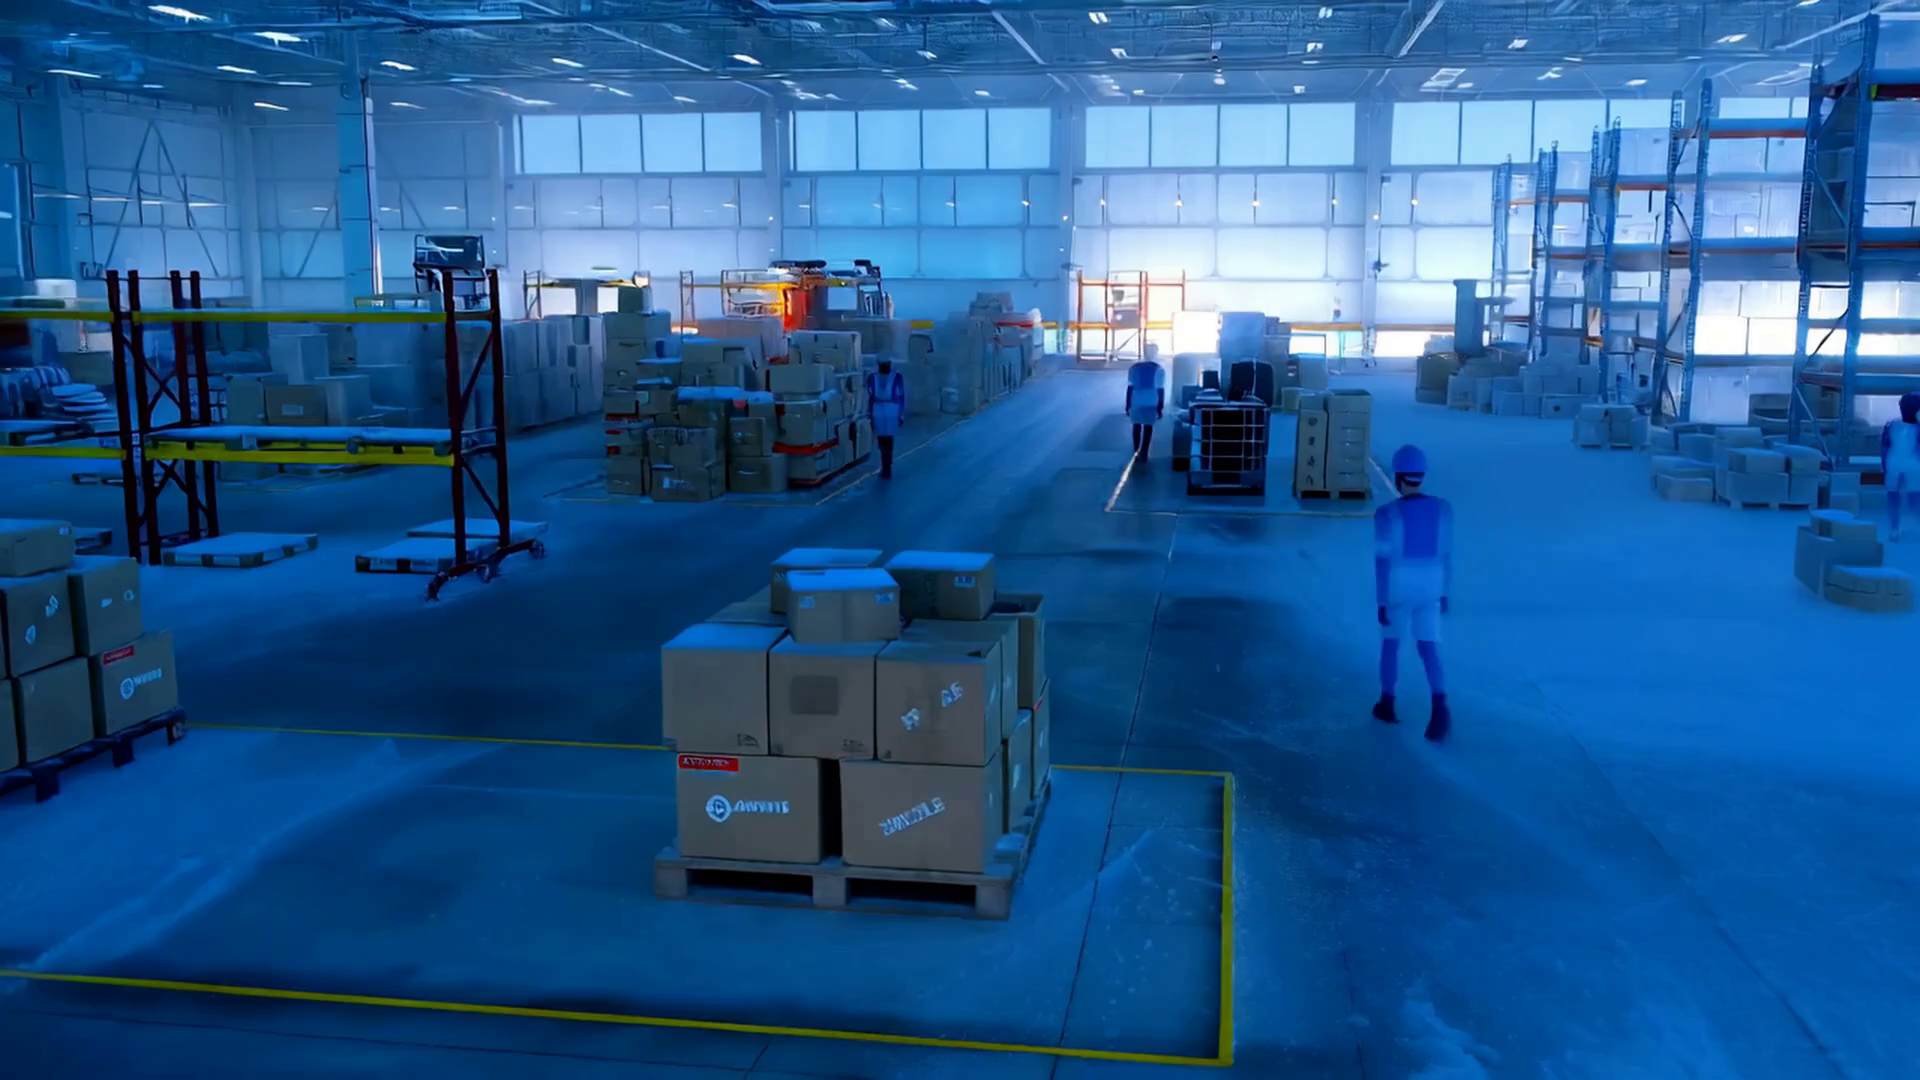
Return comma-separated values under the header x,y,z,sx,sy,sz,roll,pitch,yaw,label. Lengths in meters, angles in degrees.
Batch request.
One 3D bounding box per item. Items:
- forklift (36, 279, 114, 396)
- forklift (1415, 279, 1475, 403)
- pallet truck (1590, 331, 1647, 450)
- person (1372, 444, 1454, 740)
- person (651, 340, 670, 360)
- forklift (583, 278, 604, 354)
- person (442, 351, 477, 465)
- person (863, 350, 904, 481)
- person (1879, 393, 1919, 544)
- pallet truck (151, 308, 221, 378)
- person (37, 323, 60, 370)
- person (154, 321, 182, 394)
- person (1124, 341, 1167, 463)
x,y,z,sx,sy,sz,roll,pitch,yaw,label
-21.241,-4.763,39.288,1.873,2.768,1.129,1,9,9,forklift
11.421,-4.530,37.854,1.873,2.768,1.129,1,9,9,forklift
11.253,-2.573,28.499,0.823,1.965,1.885,5,10,27,pallet truck
2.971,0.334,10.863,0.549,1.910,0.858,-1,9,-4,person
-4.939,-2.418,27.886,0.603,1.887,0.887,1,9,9,person
-10.042,-5.754,45.400,1.873,2.768,1.129,-3,10,-17,forklift
-7.800,-2.050,25.867,0.541,1.799,0.532,-7,11,-35,person
-1.123,-1.811,24.146,0.573,1.879,0.998,2,9,11,person
10.524,-0.796,18.499,0.536,1.688,0.421,8,12,41,person
-21.869,-5.598,47.154,0.823,1.965,1.885,4,10,26,pallet truck
-20.141,-3.845,36.707,1.027,1.878,0.652,-6,11,-32,person
-19.412,-4.513,40.879,0.678,1.864,0.573,-4,10,-22,person
2.914,-2.160,26.142,0.670,1.933,0.458,2,9,13,person
